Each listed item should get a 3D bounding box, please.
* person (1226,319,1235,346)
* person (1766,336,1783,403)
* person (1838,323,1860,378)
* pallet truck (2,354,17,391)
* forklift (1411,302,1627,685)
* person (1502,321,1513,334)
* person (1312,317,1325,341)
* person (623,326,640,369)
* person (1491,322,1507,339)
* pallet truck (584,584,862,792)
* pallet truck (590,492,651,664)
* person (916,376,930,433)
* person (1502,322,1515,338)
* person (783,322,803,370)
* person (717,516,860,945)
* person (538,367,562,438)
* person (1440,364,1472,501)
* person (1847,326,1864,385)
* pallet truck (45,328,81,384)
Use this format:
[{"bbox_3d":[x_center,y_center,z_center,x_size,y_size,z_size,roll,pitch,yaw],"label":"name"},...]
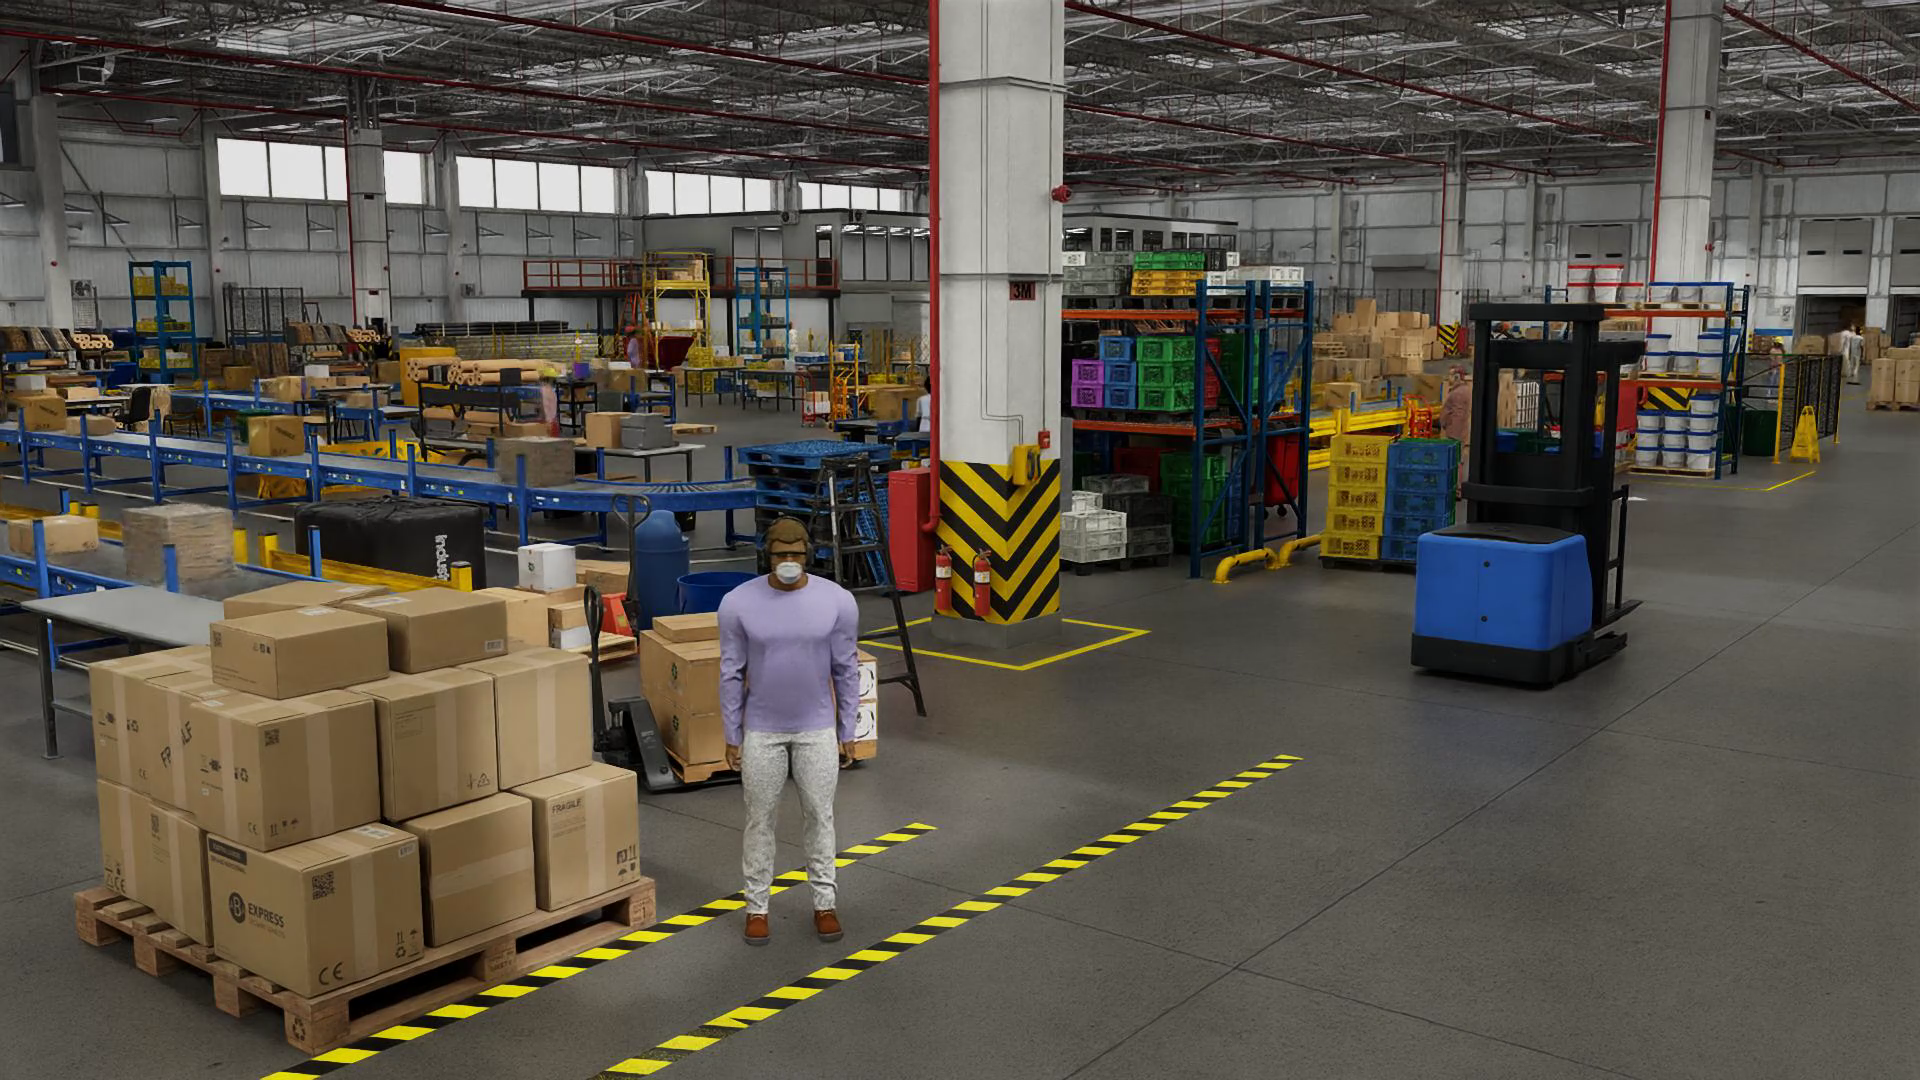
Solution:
[{"bbox_3d":[10.852,-7.962,66.790,0.394,1.922,0.555,3,9,21],"label":"person"},{"bbox_3d":[21.504,-4.480,43.847,0.526,1.765,0.330,-7,11,-38],"label":"person"},{"bbox_3d":[30.495,-6.485,56.940,0.656,1.883,1.004,-2,9,-16],"label":"person"},{"bbox_3d":[-24.881,-4.417,42.634,1.885,1.965,0.823,8,11,41],"label":"pallet truck"},{"bbox_3d":[4.379,-0.438,12.852,1.129,2.768,1.873,7,11,37],"label":"forklift"},{"bbox_3d":[25.579,-9.602,77.961,0.589,1.880,0.990,2,9,12],"label":"person"},{"bbox_3d":[16.312,-9.245,75.773,0.643,1.829,0.616,-1,8,-6],"label":"person"},{"bbox_3d":[-9.128,-4.890,45.800,0.952,1.997,0.628,-3,9,-18],"label":"person"},{"bbox_3d":[16.033,-5.459,49.516,0.538,2.000,0.685,-7,11,-41],"label":"person"},{"bbox_3d":[-1.426,0.805,10.019,1.601,1.201,0.680,-4,9,-26],"label":"pallet truck"},{"bbox_3d":[-3.115,0.344,12.883,0.653,1.274,1.630,7,11,37],"label":"pallet truck"},{"bbox_3d":[-0.465,-1.637,24.968,0.532,1.672,0.702,7,11,39],"label":"person"},{"bbox_3d":[16.952,-5.779,51.841,0.622,1.988,0.391,7,11,39],"label":"person"},{"bbox_3d":[-6.303,-7.239,62.253,1.003,1.835,0.592,7,11,38],"label":"person"},{"bbox_3d":[-0.758,0.847,7.405,0.624,1.931,0.377,-1,9,-8],"label":"person"},{"bbox_3d":[-6.592,-1.912,26.698,0.925,1.715,0.549,1,9,8],"label":"person"},{"bbox_3d":[6.908,-1.497,23.245,0.410,1.912,0.643,3,9,21],"label":"person"},{"bbox_3d":[28.353,-5.827,52.625,0.328,1.861,0.503,-4,9,-25],"label":"person"},{"bbox_3d":[-23.775,-4.544,43.495,1.885,1.965,0.823,6,10,35],"label":"pallet truck"}]
